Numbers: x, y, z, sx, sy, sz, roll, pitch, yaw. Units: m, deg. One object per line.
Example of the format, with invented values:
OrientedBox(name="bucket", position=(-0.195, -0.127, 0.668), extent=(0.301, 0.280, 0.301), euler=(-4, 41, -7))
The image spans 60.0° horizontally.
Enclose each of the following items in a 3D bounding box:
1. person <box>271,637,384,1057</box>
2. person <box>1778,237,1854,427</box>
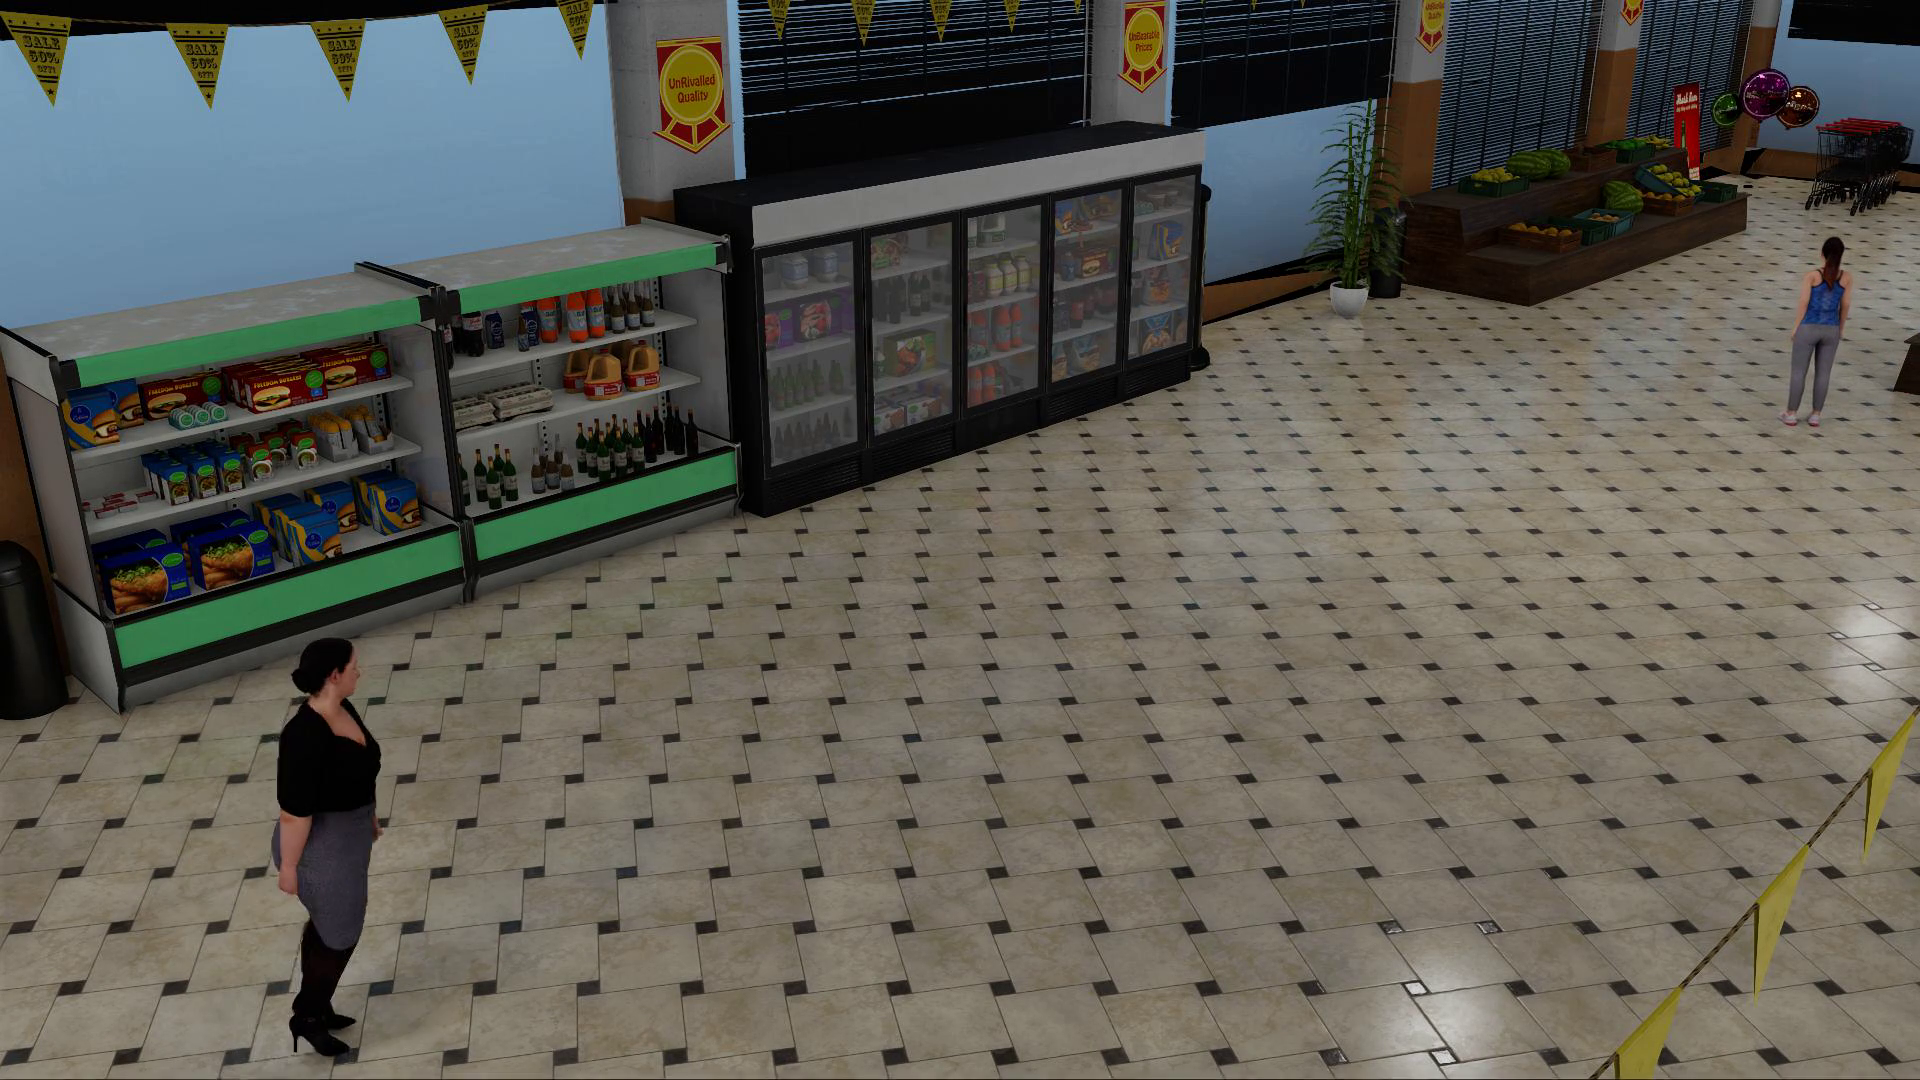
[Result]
OrientedBox(name="person", position=(-2.548, 1.231, 6.502), extent=(0.891, 1.719, 0.837), euler=(2, 22, 5))
OrientedBox(name="person", position=(7.272, -1.765, 14.108), extent=(0.652, 1.608, 0.689), euler=(3, 22, 8))
